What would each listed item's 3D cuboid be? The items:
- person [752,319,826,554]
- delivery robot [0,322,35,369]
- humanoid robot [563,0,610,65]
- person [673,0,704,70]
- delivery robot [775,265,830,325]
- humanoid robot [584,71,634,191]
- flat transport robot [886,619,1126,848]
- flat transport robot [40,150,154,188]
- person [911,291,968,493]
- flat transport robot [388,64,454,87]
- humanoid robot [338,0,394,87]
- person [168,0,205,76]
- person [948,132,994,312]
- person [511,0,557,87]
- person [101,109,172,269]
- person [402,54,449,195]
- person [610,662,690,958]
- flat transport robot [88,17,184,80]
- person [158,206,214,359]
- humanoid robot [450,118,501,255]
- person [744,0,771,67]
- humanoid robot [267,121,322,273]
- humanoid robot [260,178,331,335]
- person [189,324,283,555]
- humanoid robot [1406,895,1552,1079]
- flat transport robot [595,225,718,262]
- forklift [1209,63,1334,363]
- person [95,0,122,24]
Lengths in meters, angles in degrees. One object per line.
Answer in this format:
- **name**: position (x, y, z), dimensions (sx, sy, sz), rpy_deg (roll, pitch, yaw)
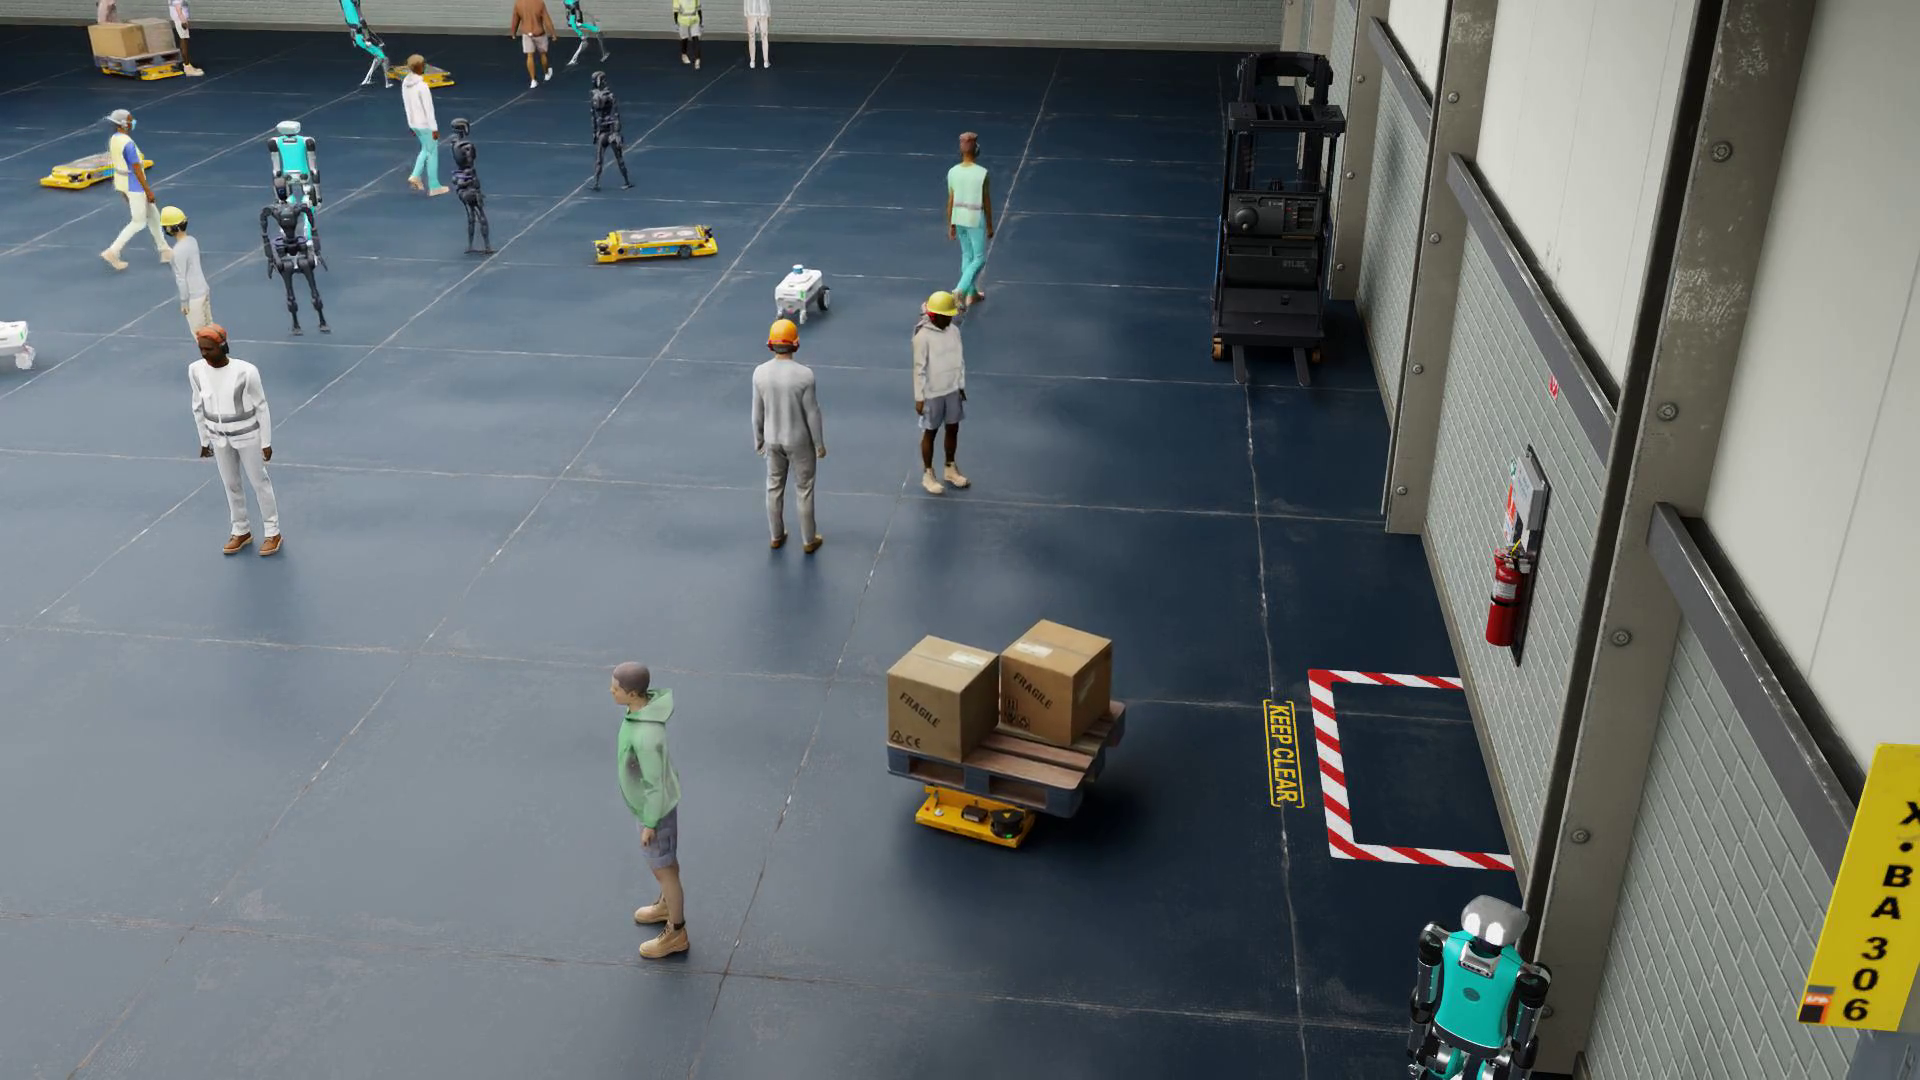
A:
- **person**: position (-1.332, -0.797, 12.930), dimensions (0.572, 1.888, 0.385), rpy_deg (7, 27, 13)
- **delivery robot**: position (-9.784, -1.981, 16.747), dimensions (0.756, 0.571, 0.499), rpy_deg (-10, 28, -20)
- **humanoid robot**: position (-6.975, -9.774, 31.062), dimensions (1.016, 1.782, 0.537), rpy_deg (-18, 32, -32)
- **person**: position (-5.015, -9.563, 30.684), dimensions (0.569, 1.643, 0.838), rpy_deg (-9, 28, -17)
- **delivery robot**: position (-1.761, -2.723, 18.228), dimensions (0.499, 0.570, 0.747), rpy_deg (6, 27, 12)
- **humanoid robot**: position (-4.836, -5.567, 22.711), dimensions (0.592, 1.631, 0.705), rpy_deg (19, 32, 32)
- **flat transport robot**: position (0.312, 1.389, 10.365), dimensions (0.659, 0.231, 1.431), rpy_deg (11, 29, 21)
- **flat transport robot**: position (-12.285, -5.283, 23.686), dimensions (0.659, 0.231, 1.431), rpy_deg (9, 28, 17)
- **person**: position (-0.179, -1.258, 13.991), dimensions (0.551, 1.748, 0.422), rpy_deg (-20, 33, -35)
- **flat transport robot**: position (-9.614, -8.271, 29.649), dimensions (0.659, 0.231, 1.431), rpy_deg (-19, 32, -33)
- **humanoid robot**: position (-10.295, -8.751, 29.029), dimensions (0.541, 1.846, 0.804), rpy_deg (20, 33, 34)
- **person**: position (-14.016, -9.418, 29.963), dimensions (0.373, 2.044, 0.604), rpy_deg (-13, 29, -23)
- **person**: position (0.080, -3.452, 18.149), dimensions (0.492, 1.960, 0.747), rpy_deg (15, 30, 28)
- **person**: position (-7.508, -8.964, 29.321), dimensions (0.801, 1.800, 0.953), rpy_deg (-1, 27, -2)
- **person**: position (-9.773, -4.118, 19.591), dimensions (0.889, 1.867, 0.521), rpy_deg (-17, 31, -31)
- **person**: position (-7.268, -5.608, 22.512), dimensions (0.512, 1.898, 0.469), rpy_deg (20, 33, 34)
- **person**: position (-1.611, 1.396, 8.706), dimensions (0.317, 1.742, 0.476), rpy_deg (-5, 27, -11)
- **flat transport robot**: position (-14.869, -8.552, 30.212), dimensions (1.431, 0.231, 0.659), rpy_deg (16, 31, 28)
- **person**: position (-7.513, -2.390, 16.250), dimensions (0.333, 1.757, 0.515), rpy_deg (-4, 27, -7)
- **humanoid robot**: position (-5.918, -4.281, 20.117), dimensions (0.385, 1.660, 0.599), rpy_deg (-17, 31, -30)
- **person**: position (-3.734, -9.671, 30.666), dimensions (0.494, 1.870, 0.402), rpy_deg (-4, 27, -7)
- **humanoid robot**: position (-7.751, -3.913, 19.385), dimensions (0.530, 1.781, 1.029), rpy_deg (-4, 27, -8)
- **humanoid robot**: position (-7.010, -2.987, 17.520), dimensions (0.593, 1.649, 0.345), rpy_deg (-12, 29, -23)
- **person**: position (-5.612, -0.773, 12.880), dimensions (0.582, 1.882, 0.337), rpy_deg (3, 27, 6)
- **humanoid robot**: position (2.238, 2.120, 7.117), dimensions (0.533, 1.677, 0.735), rpy_deg (17, 31, 31)
- **flat transport robot**: position (-3.729, -3.633, 20.390), dimensions (1.431, 0.231, 0.659), rpy_deg (-6, 27, -12)
- **forklift**: position (3.241, -3.477, 17.183), dimensions (1.129, 2.768, 1.873), rpy_deg (3, 27, 6)
- **person**: position (-16.583, -10.390, 32.085), dimensions (0.803, 1.874, 0.671), rpy_deg (-15, 30, -27)
